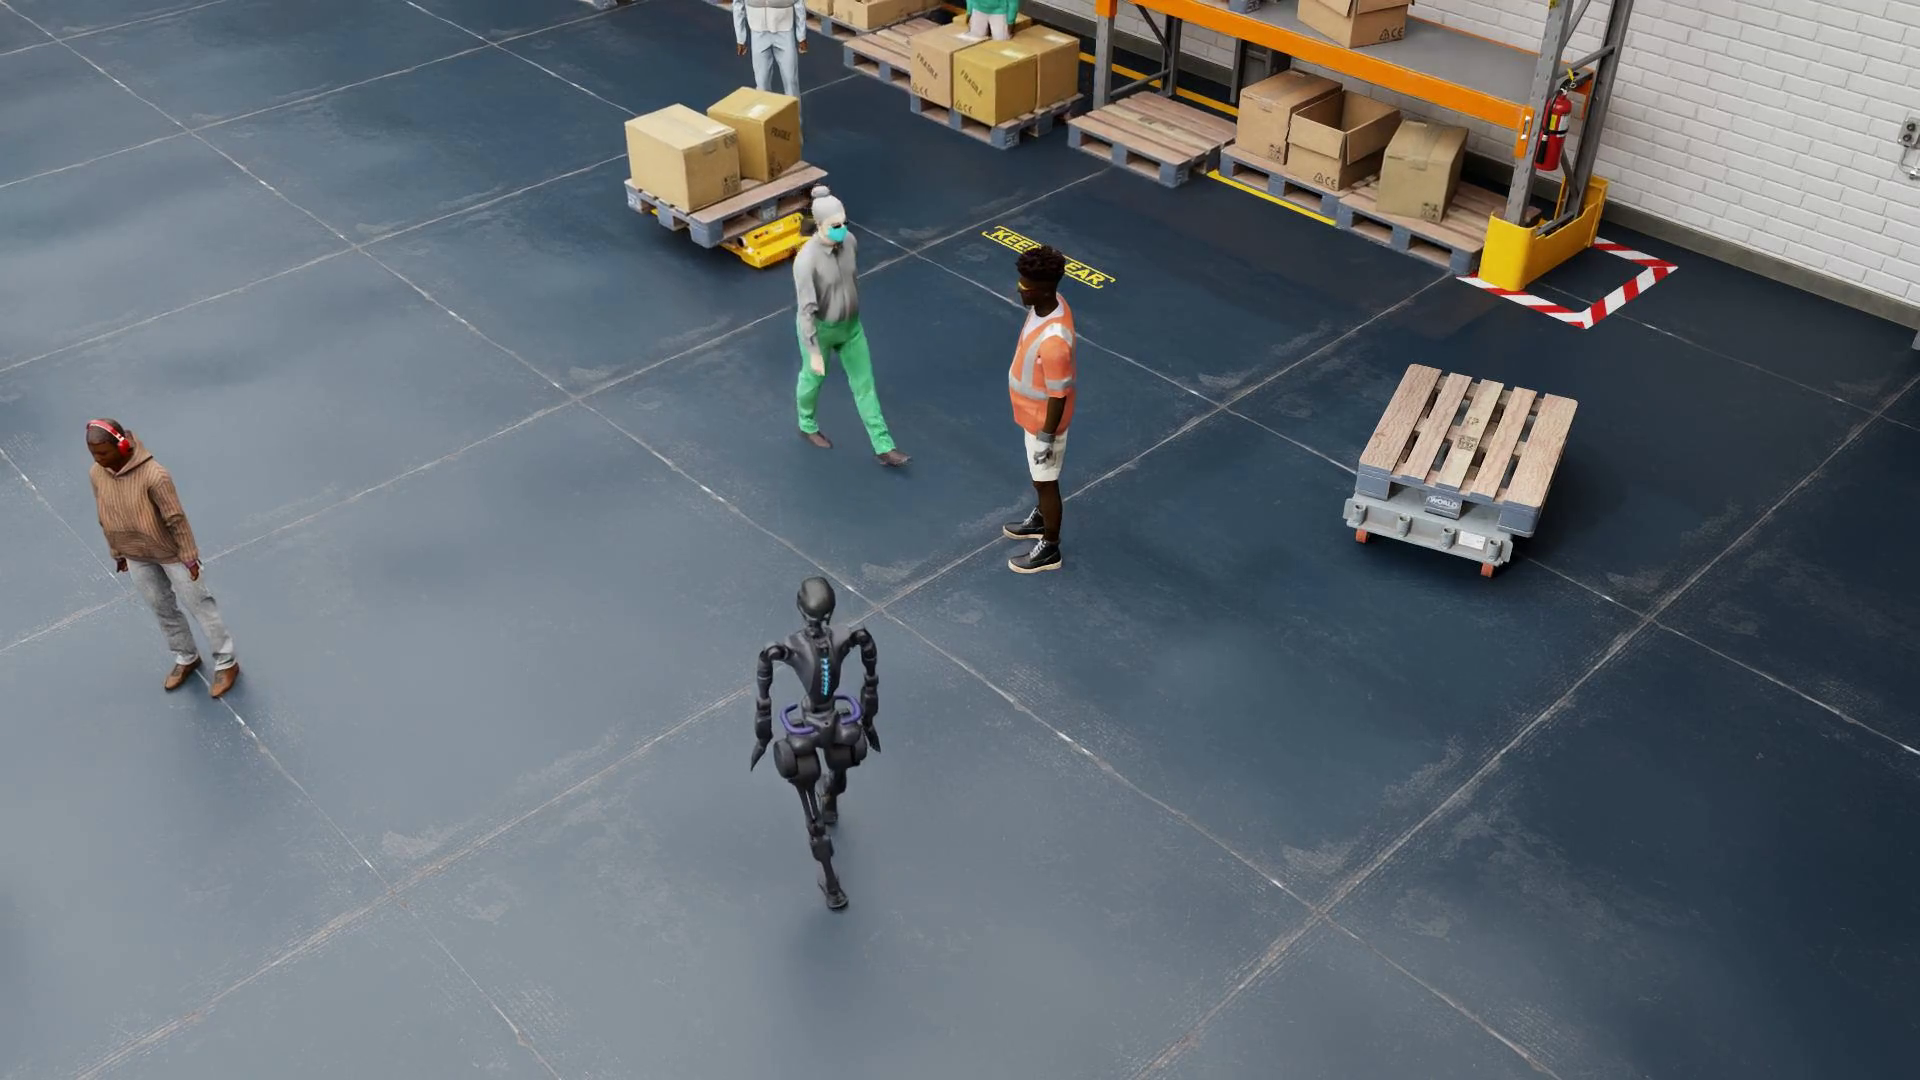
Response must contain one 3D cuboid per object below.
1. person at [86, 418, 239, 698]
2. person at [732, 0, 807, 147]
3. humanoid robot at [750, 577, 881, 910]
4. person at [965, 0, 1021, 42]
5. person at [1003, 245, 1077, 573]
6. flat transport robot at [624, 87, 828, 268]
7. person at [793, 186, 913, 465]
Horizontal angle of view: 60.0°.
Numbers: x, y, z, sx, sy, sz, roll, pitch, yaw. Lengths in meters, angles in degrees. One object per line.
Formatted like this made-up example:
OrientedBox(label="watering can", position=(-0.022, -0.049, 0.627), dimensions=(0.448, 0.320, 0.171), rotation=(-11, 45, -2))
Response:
OrientedBox(label="person", position=(-4.004, 0.071, 8.300), dimensions=(0.474, 1.641, 0.337), rotation=(5, 37, 7))
OrientedBox(label="person", position=(-1.560, -4.189, 13.723), dimensions=(0.601, 1.906, 0.414), rotation=(0, 37, 0))
OrientedBox(label="humanoid robot", position=(-0.649, 0.818, 7.309), dimensions=(0.593, 1.632, 0.744), rotation=(-13, 39, -17))
OrientedBox(label="person", position=(0.293, -4.533, 14.232), dimensions=(0.507, 1.841, 0.399), rotation=(20, 42, 25))
OrientedBox(label="person", position=(0.440, -0.705, 9.061), dimensions=(0.361, 1.963, 0.612), rotation=(-2, 37, -2))
OrientedBox(label="flat transport robot", position=(-1.763, -2.510, 12.856), dimensions=(1.431, 0.231, 0.659), rotation=(31, 47, 34))
OrientedBox(label="person", position=(-0.707, -1.230, 9.885), dimensions=(0.915, 1.796, 0.559), rotation=(31, 47, 34))
